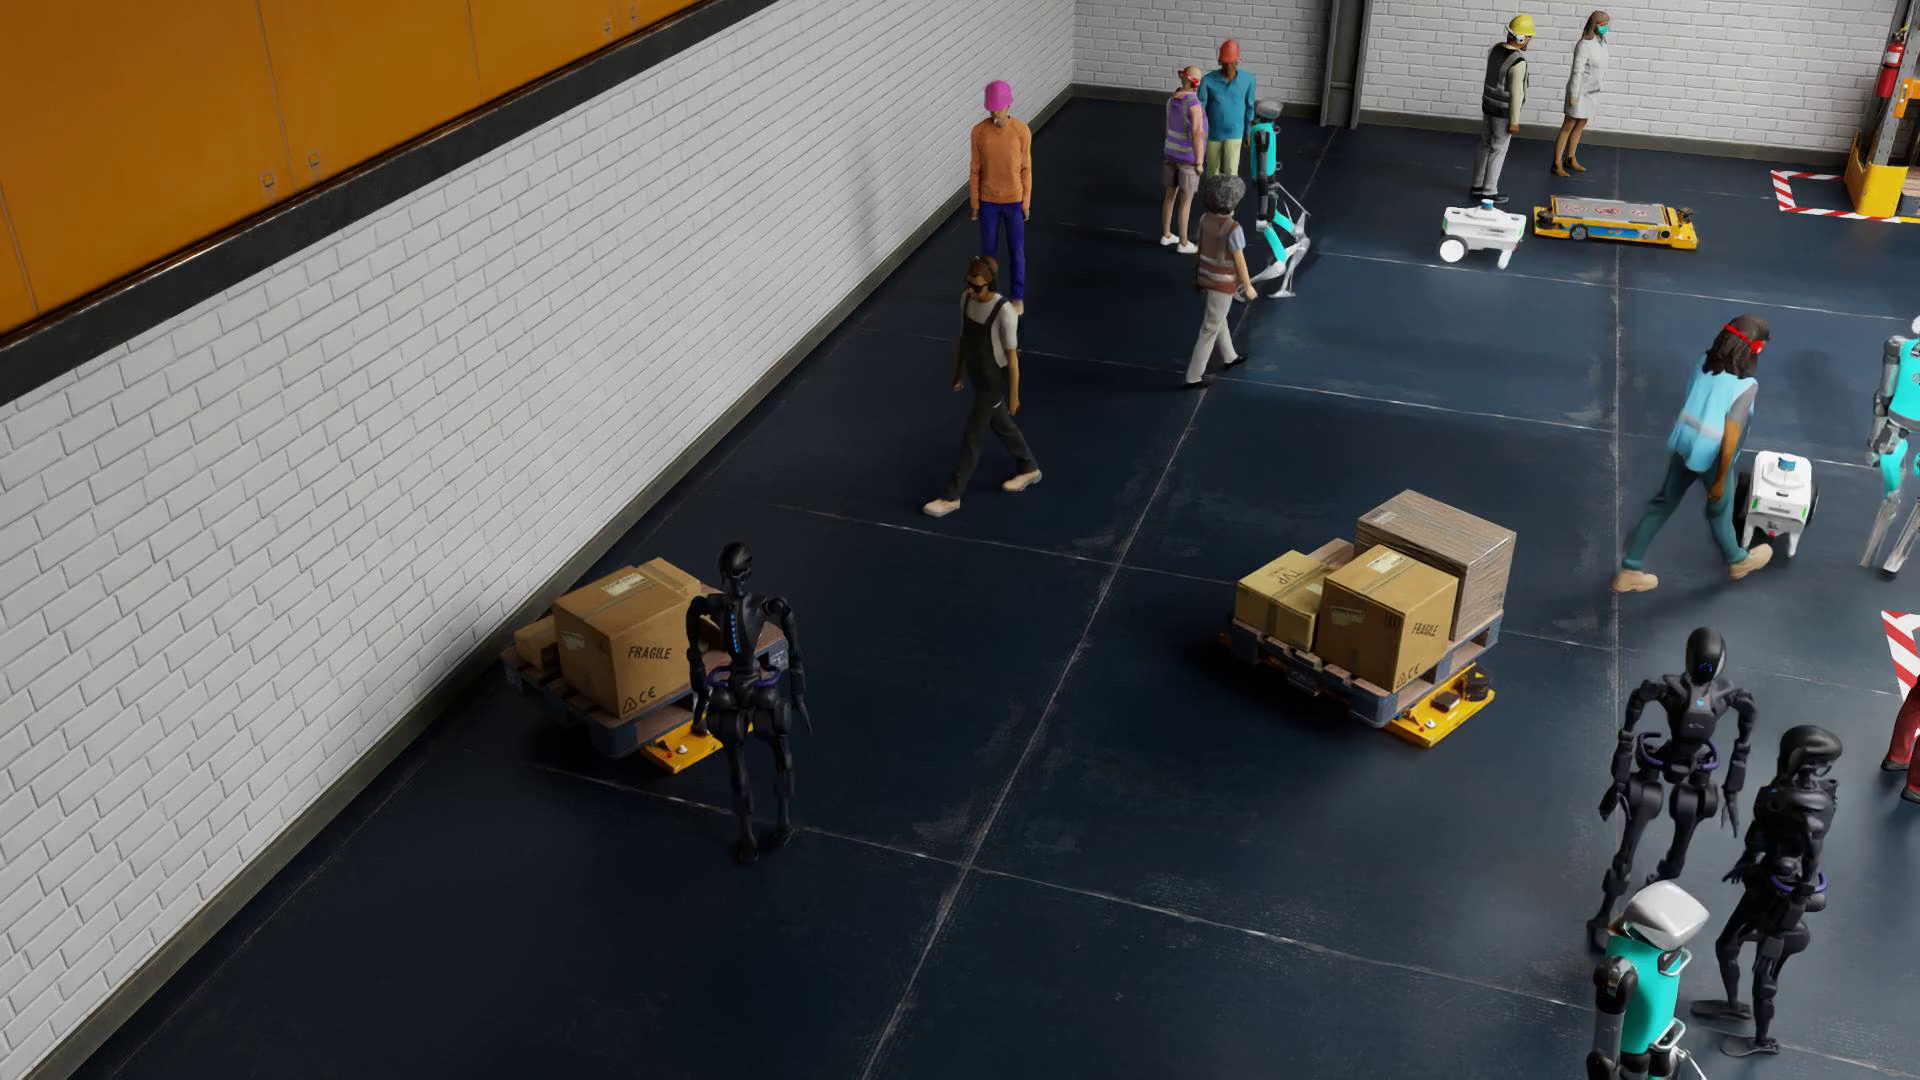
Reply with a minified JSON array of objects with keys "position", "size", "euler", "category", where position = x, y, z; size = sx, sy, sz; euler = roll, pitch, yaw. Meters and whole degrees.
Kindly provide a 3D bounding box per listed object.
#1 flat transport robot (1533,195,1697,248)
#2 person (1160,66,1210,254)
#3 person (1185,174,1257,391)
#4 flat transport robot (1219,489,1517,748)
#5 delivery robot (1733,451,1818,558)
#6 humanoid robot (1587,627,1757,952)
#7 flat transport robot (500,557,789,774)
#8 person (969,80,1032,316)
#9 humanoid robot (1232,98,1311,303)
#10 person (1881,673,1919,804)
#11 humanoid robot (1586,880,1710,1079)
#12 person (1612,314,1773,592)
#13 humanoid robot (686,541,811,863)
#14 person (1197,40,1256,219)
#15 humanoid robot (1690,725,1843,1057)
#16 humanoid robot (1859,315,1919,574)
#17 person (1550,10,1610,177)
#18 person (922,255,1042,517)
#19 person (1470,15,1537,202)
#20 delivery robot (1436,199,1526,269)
[{"position":[6.190,-3.010,15.746],"size":[1.431,0.231,0.659],"euler":[8,31,13],"category":"flat transport robot"},{"position":[2.028,-3.442,15.077],"size":[0.347,1.690,0.481],"euler":[-16,34,-25],"category":"person"},{"position":[2.028,-1.954,12.577],"size":[0.732,1.658,0.455],"euler":[-16,34,-25],"category":"person"},{"position":[2.245,0.678,9.472],"size":[0.659,0.231,1.431],"euler":[-26,39,-37],"category":"flat transport robot"},{"position":[5.317,-0.288,10.810],"size":[0.499,0.571,0.756],"euler":[13,33,21],"category":"delivery robot"},{"position":[3.195,1.103,7.407],"size":[0.589,1.644,0.575],"euler":[6,31,9],"category":"humanoid robot"},{"position":[-1.788,0.799,9.266],"size":[1.431,0.231,0.659],"euler":[26,39,36],"category":"flat transport robot"},{"position":[0.331,-2.822,13.750],"size":[0.522,1.972,0.401],"euler":[4,31,7],"category":"person"},{"position":[2.688,-2.812,13.969],"size":[0.874,1.767,0.594],"euler":[5,31,9],"category":"humanoid robot"},{"position":[4.994,0.524,8.257],"size":[0.309,1.768,0.521],"euler":[3,31,6],"category":"person"},{"position":[2.482,2.042,5.764],"size":[0.537,1.841,0.751],"euler":[-27,40,-37],"category":"humanoid robot"},{"position":[4.530,-0.502,9.954],"size":[1.044,1.806,0.532],"euler":[-10,32,-17],"category":"person"},{"position":[-1.006,0.782,7.913],"size":[0.587,1.650,0.407],"euler":[1,30,2],"category":"humanoid robot"},{"position":[2.488,-3.841,15.730],"size":[0.575,1.712,0.805],"euler":[4,31,6],"category":"person"},{"position":[3.328,1.445,6.782],"size":[0.367,1.654,0.600],"euler":[5,31,8],"category":"humanoid robot"},{"position":[5.885,-0.554,10.172],"size":[0.733,1.836,0.554],"euler":[-18,35,-28],"category":"humanoid robot"},{"position":[6.390,-4.561,17.008],"size":[0.493,1.659,0.338],"euler":[-23,37,-33],"category":"person"},{"position":[0.163,-1.044,10.906],"size":[0.928,1.796,0.537],"euler":[-17,34,-26],"category":"person"},{"position":[5.311,-4.209,16.261],"size":[0.403,1.818,0.599],"euler":[-6,31,-10],"category":"person"},{"position":[4.718,-2.795,15.092],"size":[0.759,0.588,0.515],"euler":[10,32,17],"category":"delivery robot"}]
